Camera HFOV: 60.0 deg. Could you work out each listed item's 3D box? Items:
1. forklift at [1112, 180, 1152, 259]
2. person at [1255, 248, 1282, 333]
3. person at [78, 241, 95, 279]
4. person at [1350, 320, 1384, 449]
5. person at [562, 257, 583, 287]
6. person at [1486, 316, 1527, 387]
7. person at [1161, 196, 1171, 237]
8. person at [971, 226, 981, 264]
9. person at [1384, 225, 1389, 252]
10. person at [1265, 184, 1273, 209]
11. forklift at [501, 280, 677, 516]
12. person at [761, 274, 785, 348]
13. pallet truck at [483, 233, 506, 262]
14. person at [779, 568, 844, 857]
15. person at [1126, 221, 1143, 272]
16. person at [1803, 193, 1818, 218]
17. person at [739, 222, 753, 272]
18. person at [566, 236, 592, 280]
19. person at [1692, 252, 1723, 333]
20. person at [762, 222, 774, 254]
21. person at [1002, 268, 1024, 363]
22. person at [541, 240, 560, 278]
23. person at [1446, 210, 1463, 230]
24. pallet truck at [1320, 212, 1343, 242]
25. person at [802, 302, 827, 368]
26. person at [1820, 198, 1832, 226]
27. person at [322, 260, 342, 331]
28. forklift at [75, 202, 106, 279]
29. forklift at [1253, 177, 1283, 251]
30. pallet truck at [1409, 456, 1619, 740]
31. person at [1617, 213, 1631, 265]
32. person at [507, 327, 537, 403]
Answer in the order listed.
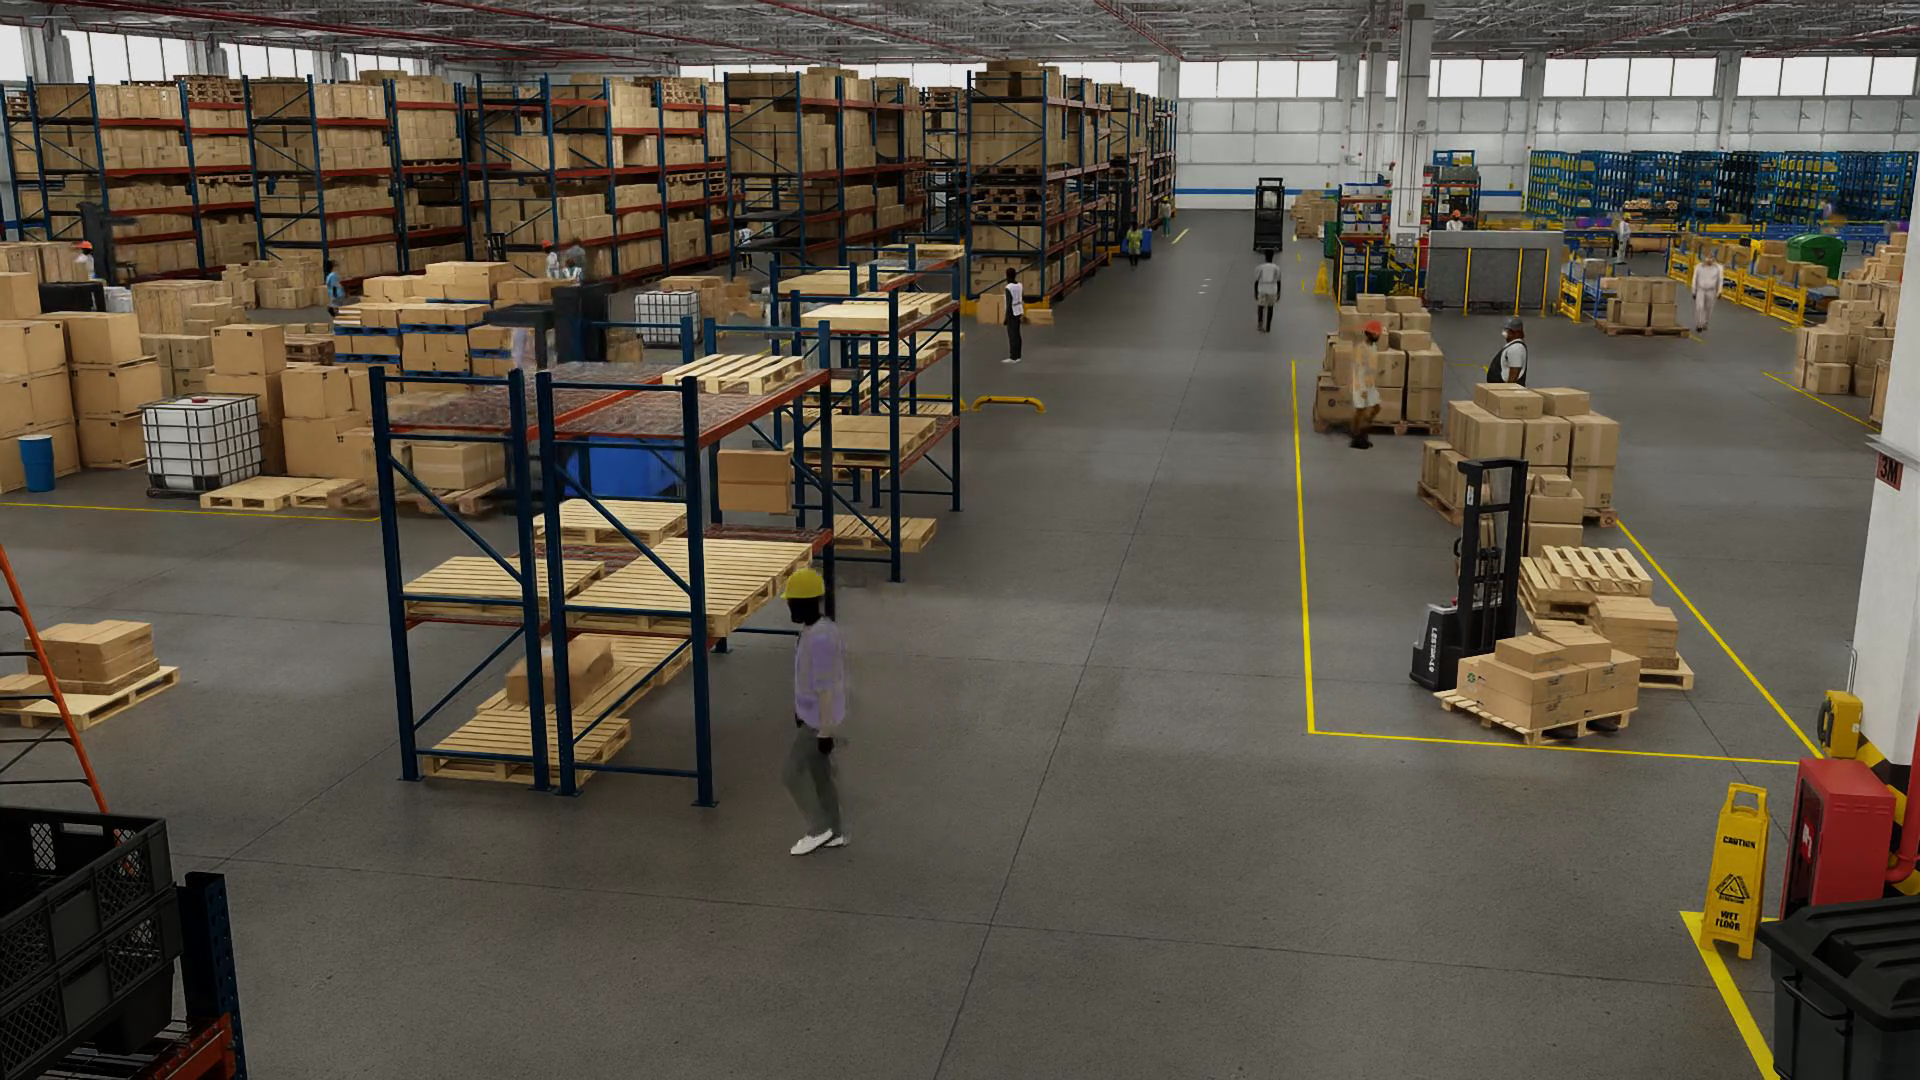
[{"bbox_3d":[6.082,-11.722,60.796,1.873,2.768,1.129,2,14,9],"label":"forklift"},{"bbox_3d":[7.150,-5.781,38.586,0.622,1.951,0.422,3,14,12],"label":"person"},{"bbox_3d":[-21.828,-6.555,41.844,0.963,1.887,0.576,2,14,8],"label":"person"},{"bbox_3d":[5.968,-2.274,24.421,0.543,1.912,0.449,-13,19,-43],"label":"person"},{"bbox_3d":[-9.354,-6.024,40.236,0.524,1.633,0.314,-1,14,-2],"label":"person"},{"bbox_3d":[7.828,-2.200,23.863,0.539,2.000,0.689,4,15,18],"label":"person"},{"bbox_3d":[9.128,-14.340,73.744,0.348,1.762,0.523,-10,17,-36],"label":"person"},{"bbox_3d":[0.564,-10.550,58.333,0.523,1.769,0.313,12,18,40],"label":"person"},{"bbox_3d":[14.446,-9.882,55.891,0.279,1.633,0.499,-10,17,-36],"label":"person"},{"bbox_3d":[15.411,-16.721,82.912,0.396,1.993,0.617,8,16,29],"label":"person"},{"bbox_3d":[-4.539,-1.726,20.212,1.873,2.768,1.129,3,14,10],"label":"forklift"},{"bbox_3d":[-3.982,-4.869,35.565,0.519,1.628,0.434,-4,14,-14],"label":"person"},{"bbox_3d":[-11.832,-7.026,43.548,1.885,1.965,0.823,8,16,28],"label":"pallet truck"},{"bbox_3d":[-0.981,1.112,10.691,0.519,1.906,0.610,-2,14,-8],"label":"person"},{"bbox_3d":[5.785,-9.732,55.164,0.556,1.676,0.536,2,14,9],"label":"person"},{"bbox_3d":[39.899,-15.377,77.916,0.661,1.766,0.909,2,14,8],"label":"person"},{"bbox_3d":[-7.144,-9.803,55.443,0.532,1.696,0.318,-13,19,-41],"label":"person"},{"bbox_3d":[-9.937,-6.965,43.471,0.650,1.910,0.626,10,17,35],"label":"person"},{"bbox_3d":[17.469,-5.802,38.905,0.633,1.857,1.037,5,15,18],"label":"person"},{"bbox_3d":[-7.260,-11.673,63.161,0.508,1.632,0.270,-1,14,-5],"label":"person"},{"bbox_3d":[1.078,-4.538,33.616,0.392,1.916,0.591,7,16,27],"label":"person"},{"bbox_3d":[-10.333,-6.673,42.341,0.589,1.890,0.575,-1,14,-4],"label":"person"},{"bbox_3d":[16.442,-9.938,55.277,0.613,2.041,0.393,-4,14,-17],"label":"person"},{"bbox_3d":[15.874,-13.227,70.310,0.680,1.201,1.601,10,17,35],"label":"pallet truck"},{"bbox_3d":[-2.646,-3.714,30.380,0.521,1.864,0.336,3,14,13],"label":"person"},{"bbox_3d":[37.219,-13.828,71.581,0.984,1.790,0.585,2,14,10],"label":"person"},{"bbox_3d":[-14.560,-5.674,38.739,0.506,1.662,0.535,-6,15,-22],"label":"person"},{"bbox_3d":[-22.158,-7.223,42.530,1.873,2.768,1.129,-9,17,-33],"label":"forklift"},{"bbox_3d":[12.083,-12.747,64.956,1.129,2.768,1.873,3,14,10],"label":"forklift"},{"bbox_3d":[4.504,0.400,13.395,0.823,1.965,1.885,-6,15,-23],"label":"pallet truck"},{"bbox_3d":[23.181,-10.510,58.073,0.403,1.818,0.601,10,17,35],"label":"person"},{"bbox_3d":[-7.105,-2.894,27.200,0.953,1.795,0.643,-3,14,-12],"label":"person"}]
